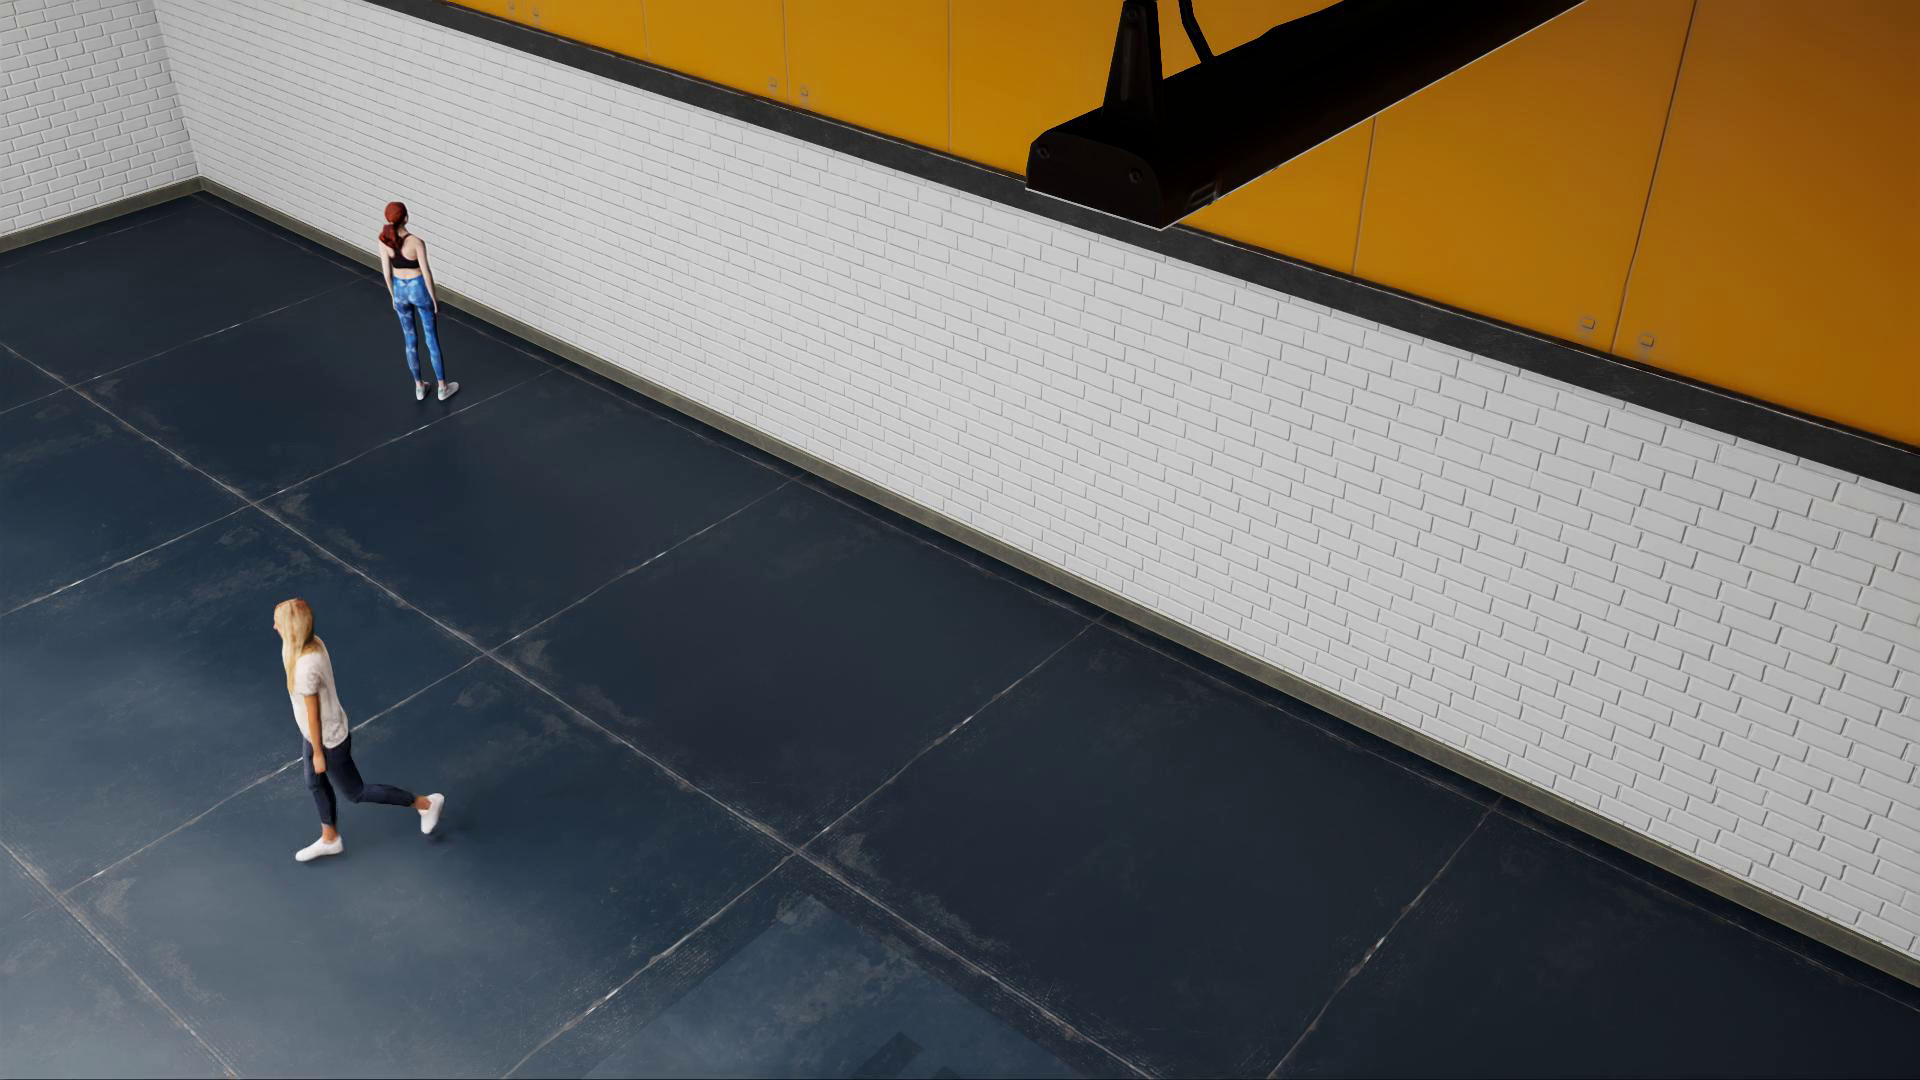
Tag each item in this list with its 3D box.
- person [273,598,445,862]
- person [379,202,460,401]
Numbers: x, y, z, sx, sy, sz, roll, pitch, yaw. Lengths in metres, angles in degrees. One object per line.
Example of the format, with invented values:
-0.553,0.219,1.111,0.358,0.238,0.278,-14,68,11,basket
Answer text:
-3.467,1.091,9.402,1.173,1.784,0.891,-15,36,-21,person
-4.625,-2.022,14.094,0.674,1.784,0.718,3,34,5,person
